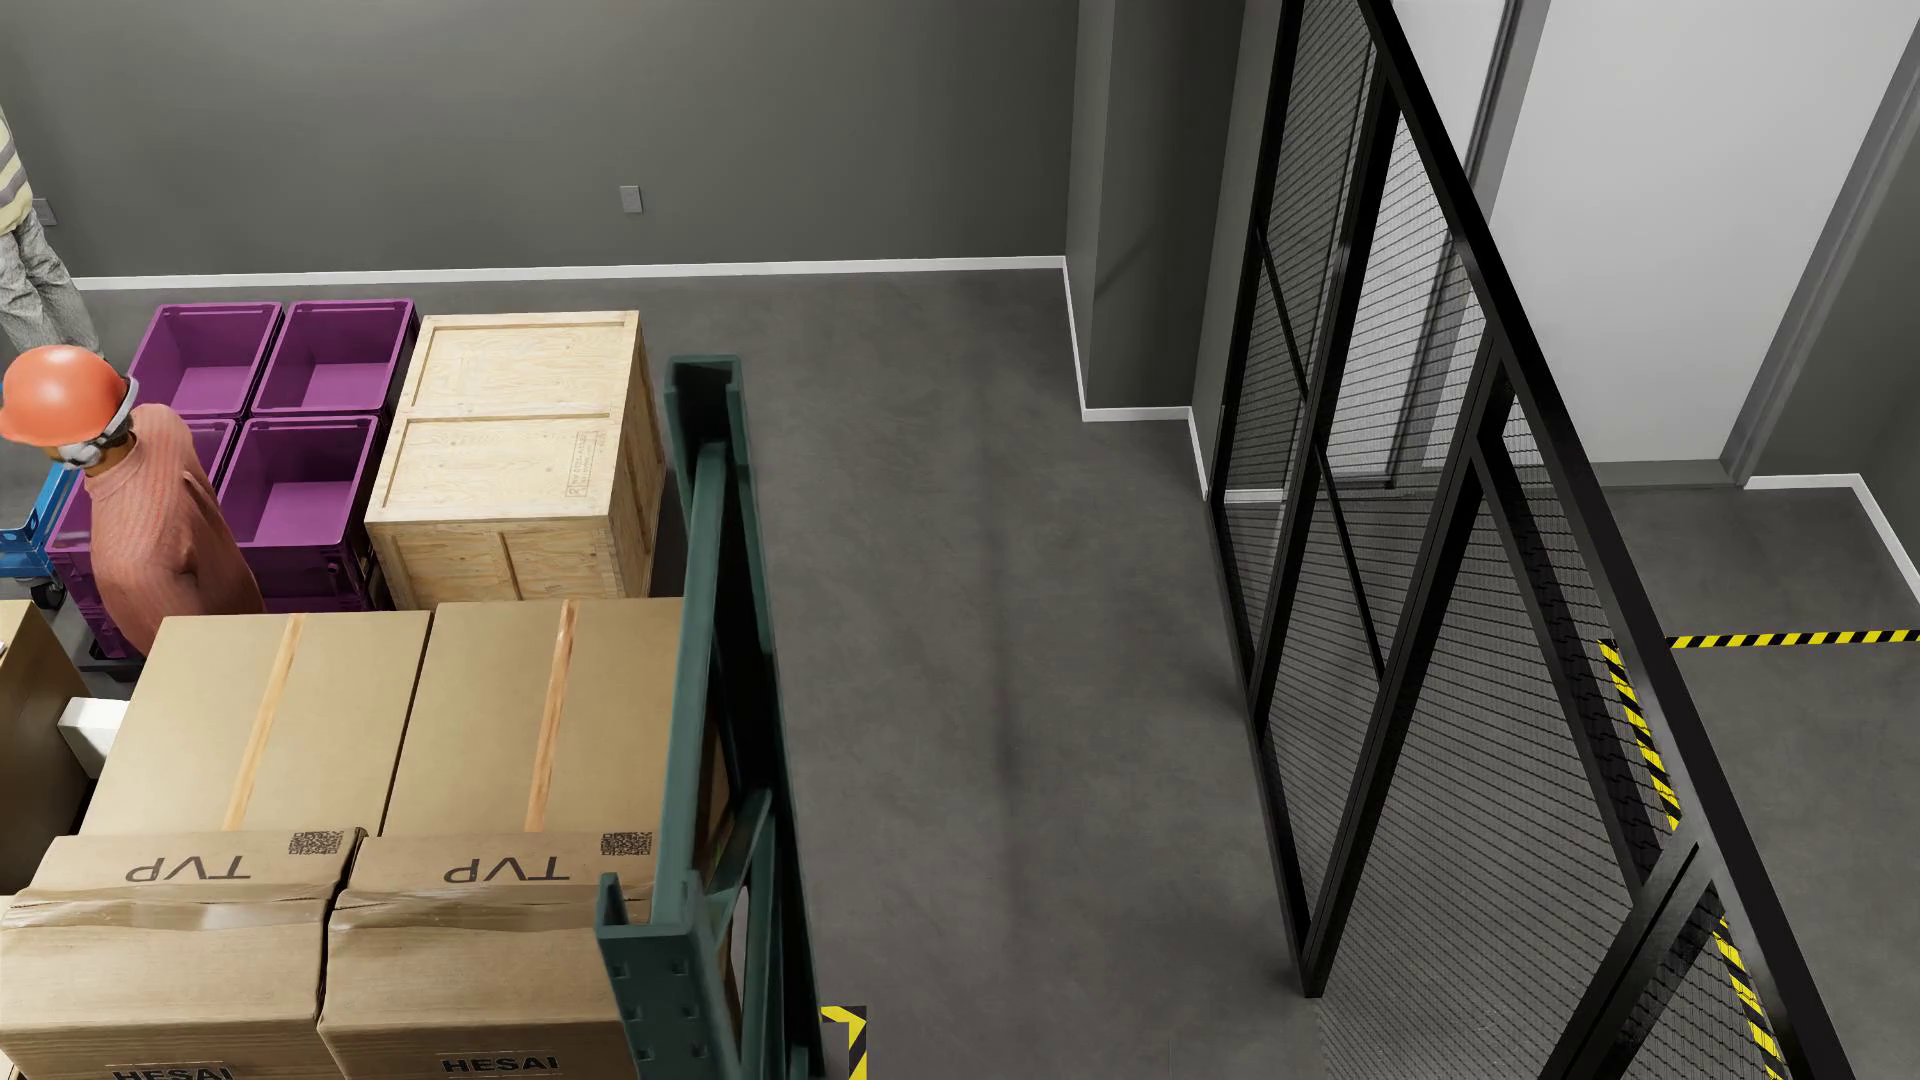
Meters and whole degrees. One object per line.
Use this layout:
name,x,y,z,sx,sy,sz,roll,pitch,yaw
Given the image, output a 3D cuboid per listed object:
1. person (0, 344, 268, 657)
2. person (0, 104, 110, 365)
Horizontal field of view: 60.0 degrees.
person,-2.044,0.261,4.470,0.384,1.993,0.611,-12,47,-11
person,-3.536,-1.193,5.967,0.404,1.833,0.590,0,46,0
